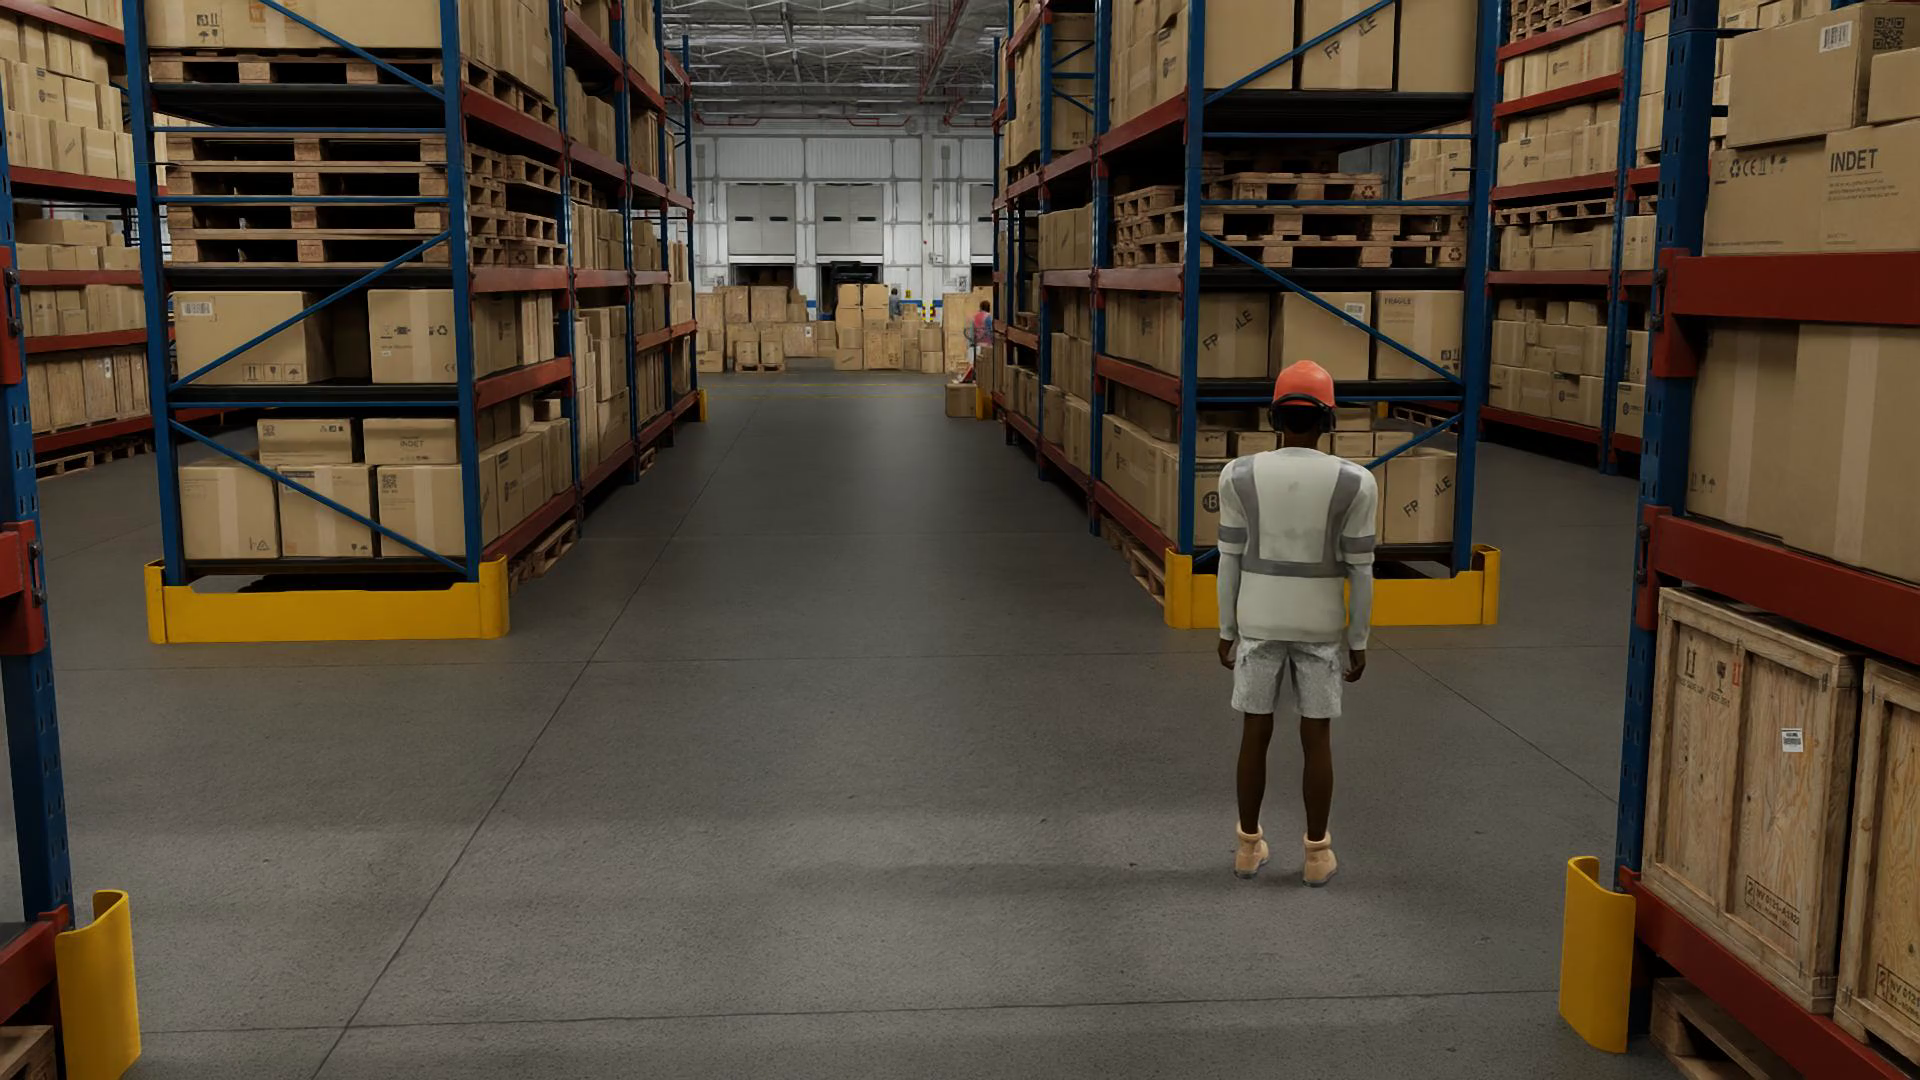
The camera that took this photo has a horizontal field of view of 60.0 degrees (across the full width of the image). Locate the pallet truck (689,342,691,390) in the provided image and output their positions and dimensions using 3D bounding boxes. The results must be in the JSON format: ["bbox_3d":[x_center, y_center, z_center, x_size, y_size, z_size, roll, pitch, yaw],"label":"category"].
[{"bbox_3d":[-5.225,-3.008,27.480,1.885,1.965,0.823,2,9,14],"label":"pallet truck"}]

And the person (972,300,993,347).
[{"bbox_3d":[0.477,-4.357,36.550,0.814,1.815,0.622,-5,11,-31],"label":"person"}]

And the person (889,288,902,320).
[{"bbox_3d":[-2.303,-7.827,57.978,0.635,1.928,0.383,4,10,22],"label":"person"}]

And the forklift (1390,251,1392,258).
[{"bbox_3d":[8.396,-4.295,32.800,1.129,2.768,1.873,-1,9,-4],"label":"forklift"}]

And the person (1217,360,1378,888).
[{"bbox_3d":[1.295,0.325,6.461,0.601,2.036,0.404,2,9,15],"label":"person"}]

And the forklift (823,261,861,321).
[{"bbox_3d":[-3.721,-7.733,54.388,1.129,2.768,1.873,-4,10,-25],"label":"forklift"}]

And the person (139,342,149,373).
[{"bbox_3d":[-13.644,-3.088,27.991,0.612,1.996,0.389,-1,9,-5],"label":"person"}]
